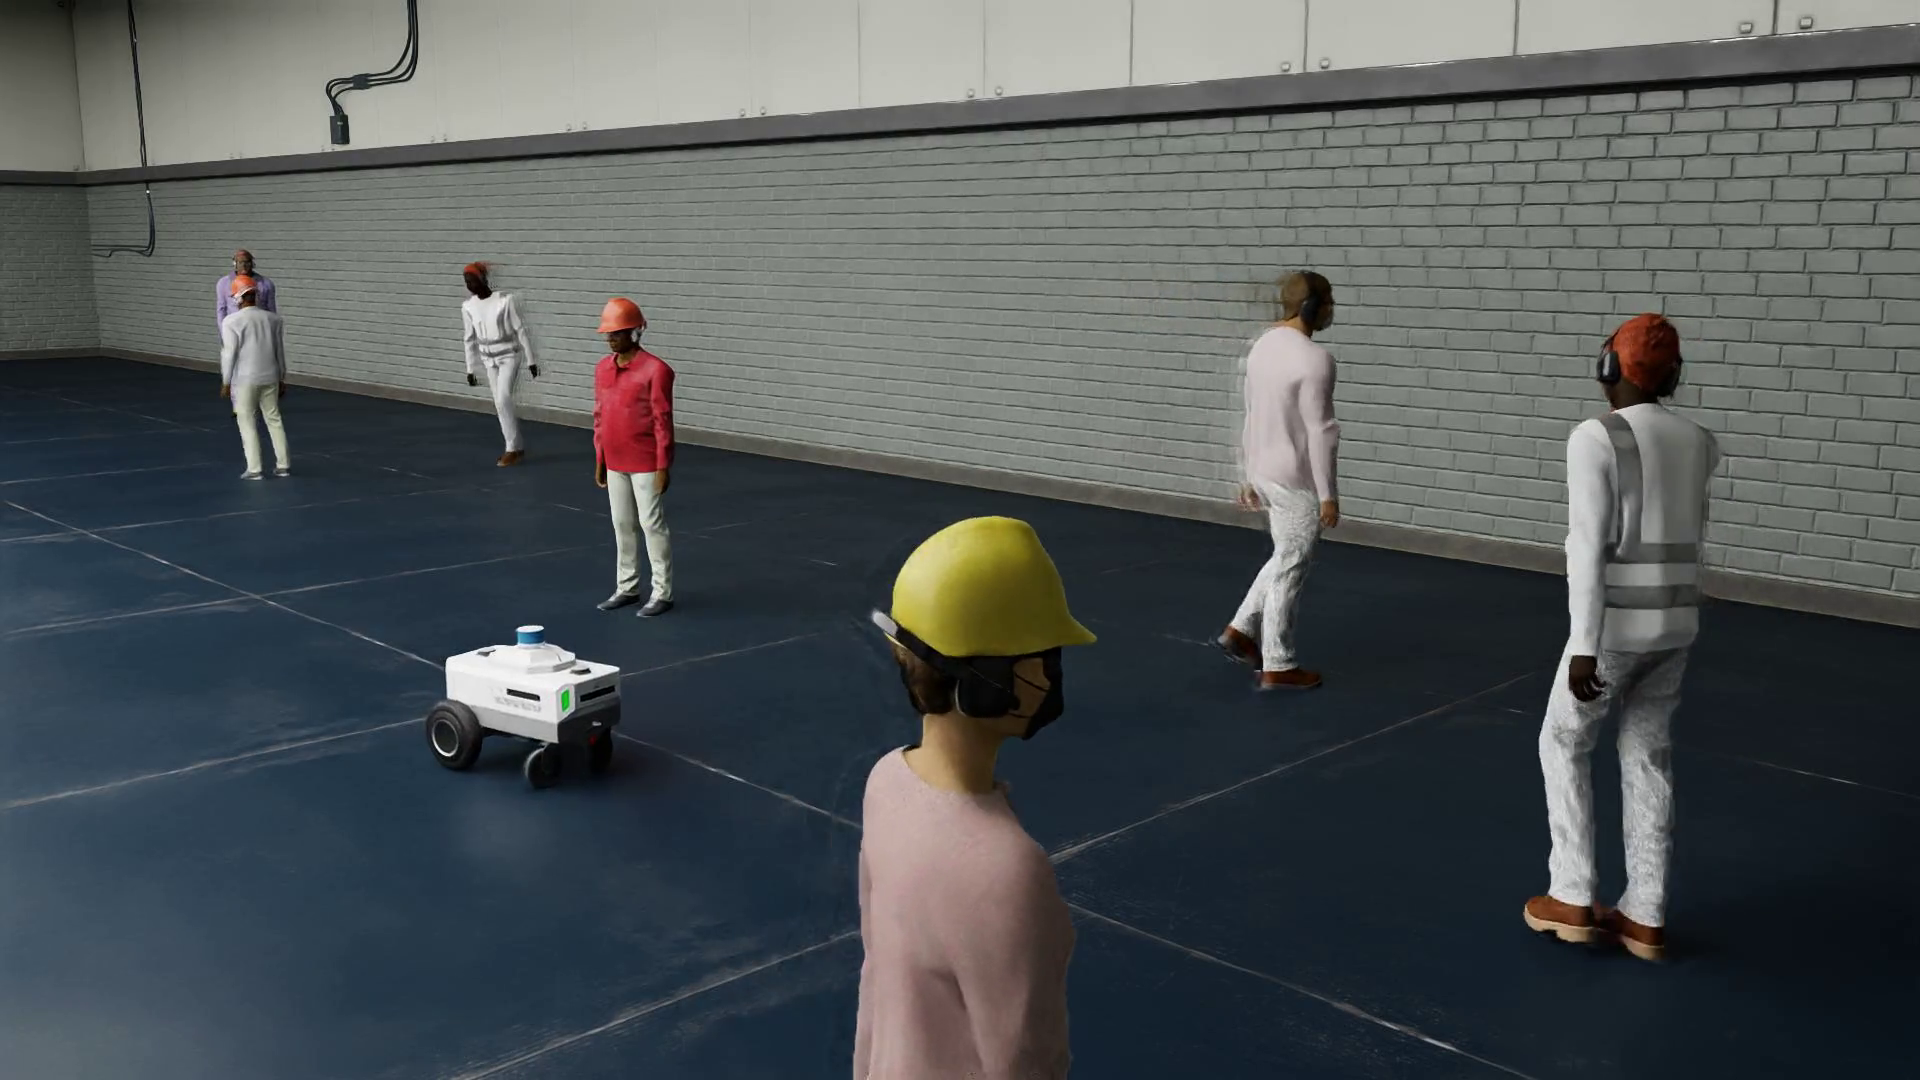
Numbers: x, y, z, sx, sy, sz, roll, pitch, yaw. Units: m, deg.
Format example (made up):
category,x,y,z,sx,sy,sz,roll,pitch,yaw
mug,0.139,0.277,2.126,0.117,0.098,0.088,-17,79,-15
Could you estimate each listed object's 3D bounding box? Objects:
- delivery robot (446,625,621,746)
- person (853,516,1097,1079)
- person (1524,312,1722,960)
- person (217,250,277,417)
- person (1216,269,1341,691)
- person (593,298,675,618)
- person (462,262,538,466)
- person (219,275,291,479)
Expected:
category,x,y,z,sx,sy,sz,roll,pitch,yaw
delivery robot,-1.665,0.577,6.494,0.707,0.478,0.477,7,12,32
person,-0.052,0.828,2.168,0.849,1.738,0.527,-3,11,-14
person,1.975,0.276,4.856,0.613,1.848,0.514,-4,11,-23
person,-8.189,-2.374,19.152,0.639,1.911,0.402,-5,12,-26
person,1.522,-0.257,7.559,0.427,1.927,0.626,-2,11,-12
person,-1.808,-0.448,9.106,0.570,1.743,0.352,7,13,35
person,-4.172,-1.584,15.041,0.608,1.834,0.677,5,11,24
person,-6.045,-1.379,14.234,0.437,1.738,0.593,6,12,29
